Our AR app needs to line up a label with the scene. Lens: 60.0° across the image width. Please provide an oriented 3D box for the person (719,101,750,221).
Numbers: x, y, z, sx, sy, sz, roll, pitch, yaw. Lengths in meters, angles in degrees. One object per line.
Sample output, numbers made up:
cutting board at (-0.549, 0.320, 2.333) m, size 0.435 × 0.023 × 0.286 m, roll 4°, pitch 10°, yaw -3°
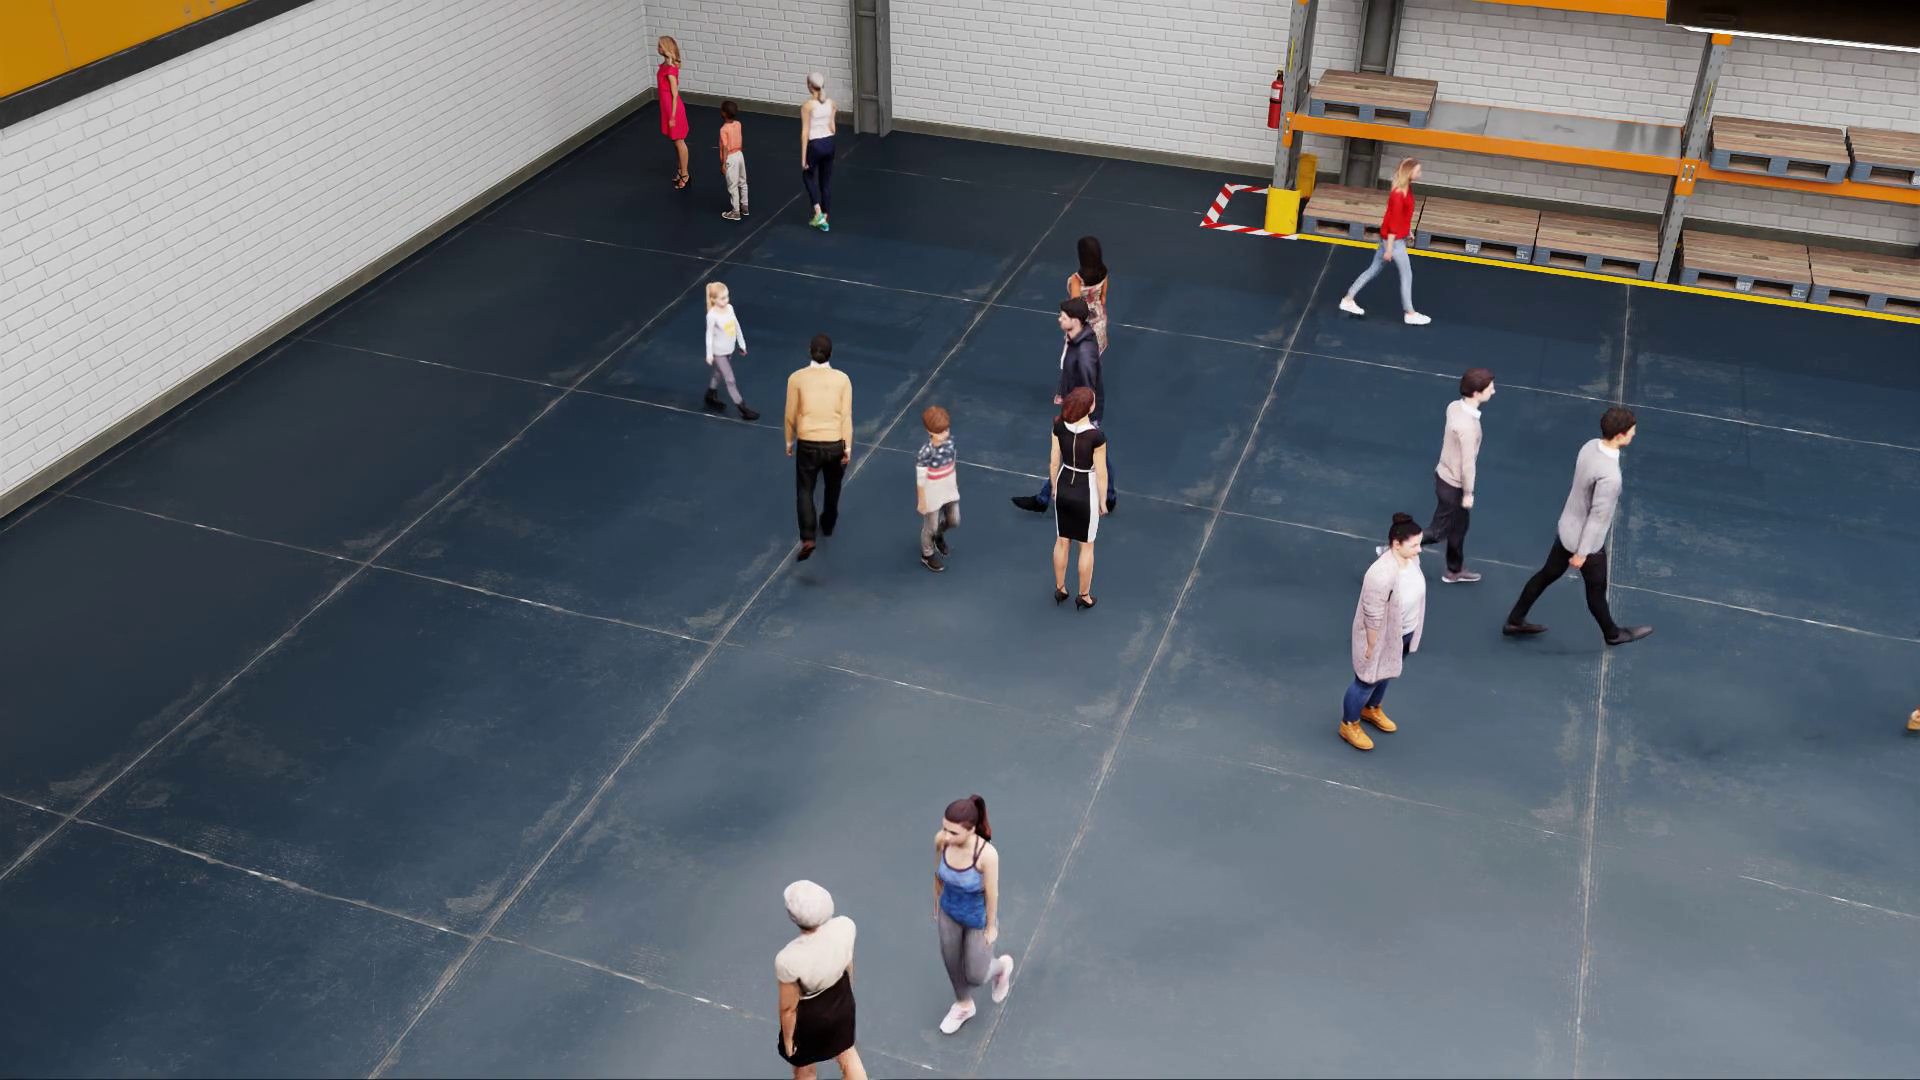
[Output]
person at (-2.469, -4.150, 18.146) m, size 0.547 × 1.310 × 0.538 m, roll 22°, pitch 39°, yaw 29°

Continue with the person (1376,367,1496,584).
person at (3.529, -0.427, 12.110) m, size 1.109 × 1.791 × 0.781 m, roll 4°, pitch 34°, yaw 6°

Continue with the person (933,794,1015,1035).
person at (0.089, 1.933, 8.735) m, size 0.741 × 1.597 × 0.737 m, roll 23°, pitch 40°, yaw 30°

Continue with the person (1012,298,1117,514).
person at (1.057, -1.014, 12.942) m, size 1.150 × 1.847 × 0.888 m, roll 3°, pitch 34°, yaw 4°

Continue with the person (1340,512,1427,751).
person at (2.720, 0.560, 10.669) m, size 0.752 × 1.742 × 0.761 m, roll 26°, pitch 42°, yaw 33°

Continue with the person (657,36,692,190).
person at (-3.234, -4.861, 18.837) m, size 0.700 × 1.729 × 0.662 m, roll -9°, pitch 35°, yaw -13°

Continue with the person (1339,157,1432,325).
person at (4.051, -2.850, 15.871) m, size 1.134 × 1.662 × 0.715 m, roll 8°, pitch 34°, yaw 11°

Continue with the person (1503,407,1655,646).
person at (4.187, -0.036, 11.458) m, size 1.332 × 1.861 × 1.023 m, roll 0°, pitch 34°, yaw 1°

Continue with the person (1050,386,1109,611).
person at (0.839, -0.289, 11.898) m, size 0.497 × 1.795 × 0.684 m, roll 18°, pitch 38°, yaw 25°

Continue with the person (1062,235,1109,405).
person at (1.098, -1.872, 14.415) m, size 0.724 × 1.645 × 0.699 m, roll -27°, pitch 42°, yaw -34°

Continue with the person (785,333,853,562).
person at (-1.040, -0.662, 12.525) m, size 1.139 × 1.723 × 1.026 m, roll -4°, pitch 34°, yaw -6°

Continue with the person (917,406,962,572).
person at (-0.182, -0.399, 12.403) m, size 0.779 × 1.420 × 0.702 m, roll 28°, pitch 43°, yaw 35°

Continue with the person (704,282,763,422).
person at (-2.106, -1.657, 14.455) m, size 0.925 × 1.244 × 0.618 m, roll 19°, pitch 38°, yaw 26°

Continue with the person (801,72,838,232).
person at (-1.436, -4.099, 17.735) m, size 0.778 × 1.679 × 0.820 m, roll -23°, pitch 40°, yaw -31°

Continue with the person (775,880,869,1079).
person at (-0.623, 2.333, 8.007) m, size 0.927 × 1.736 × 1.061 m, roll -23°, pitch 40°, yaw -31°
